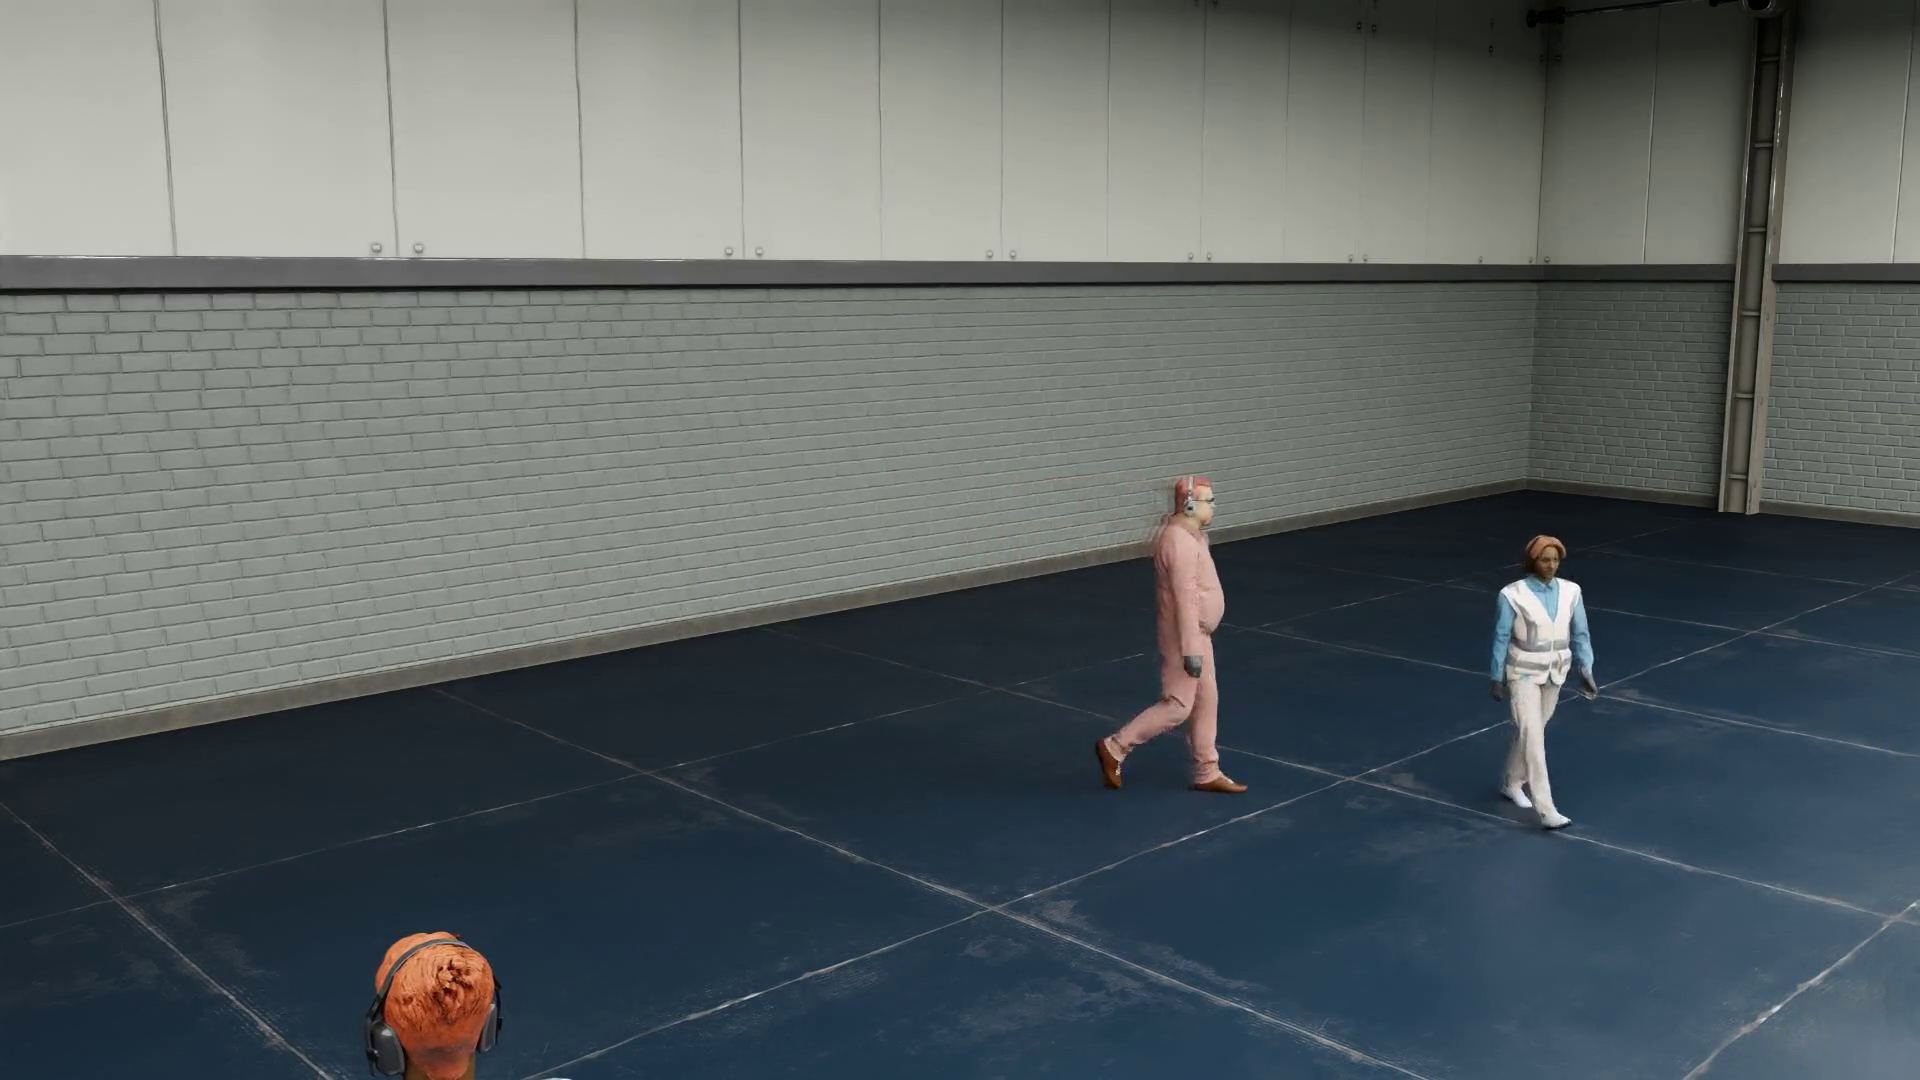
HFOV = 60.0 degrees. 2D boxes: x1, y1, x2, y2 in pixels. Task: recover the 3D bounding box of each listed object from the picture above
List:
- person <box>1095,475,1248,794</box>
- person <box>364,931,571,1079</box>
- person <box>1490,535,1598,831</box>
[{"bbox_3d":[1.240,0.558,9.602,0.808,1.884,0.643,2,9,13],"label":"person"},{"bbox_3d":[-0.909,1.618,3.022,0.576,1.882,0.355,-9,13,-43],"label":"person"},{"bbox_3d":[3.217,0.774,9.149,0.516,1.595,0.855,-3,10,-16],"label":"person"}]
